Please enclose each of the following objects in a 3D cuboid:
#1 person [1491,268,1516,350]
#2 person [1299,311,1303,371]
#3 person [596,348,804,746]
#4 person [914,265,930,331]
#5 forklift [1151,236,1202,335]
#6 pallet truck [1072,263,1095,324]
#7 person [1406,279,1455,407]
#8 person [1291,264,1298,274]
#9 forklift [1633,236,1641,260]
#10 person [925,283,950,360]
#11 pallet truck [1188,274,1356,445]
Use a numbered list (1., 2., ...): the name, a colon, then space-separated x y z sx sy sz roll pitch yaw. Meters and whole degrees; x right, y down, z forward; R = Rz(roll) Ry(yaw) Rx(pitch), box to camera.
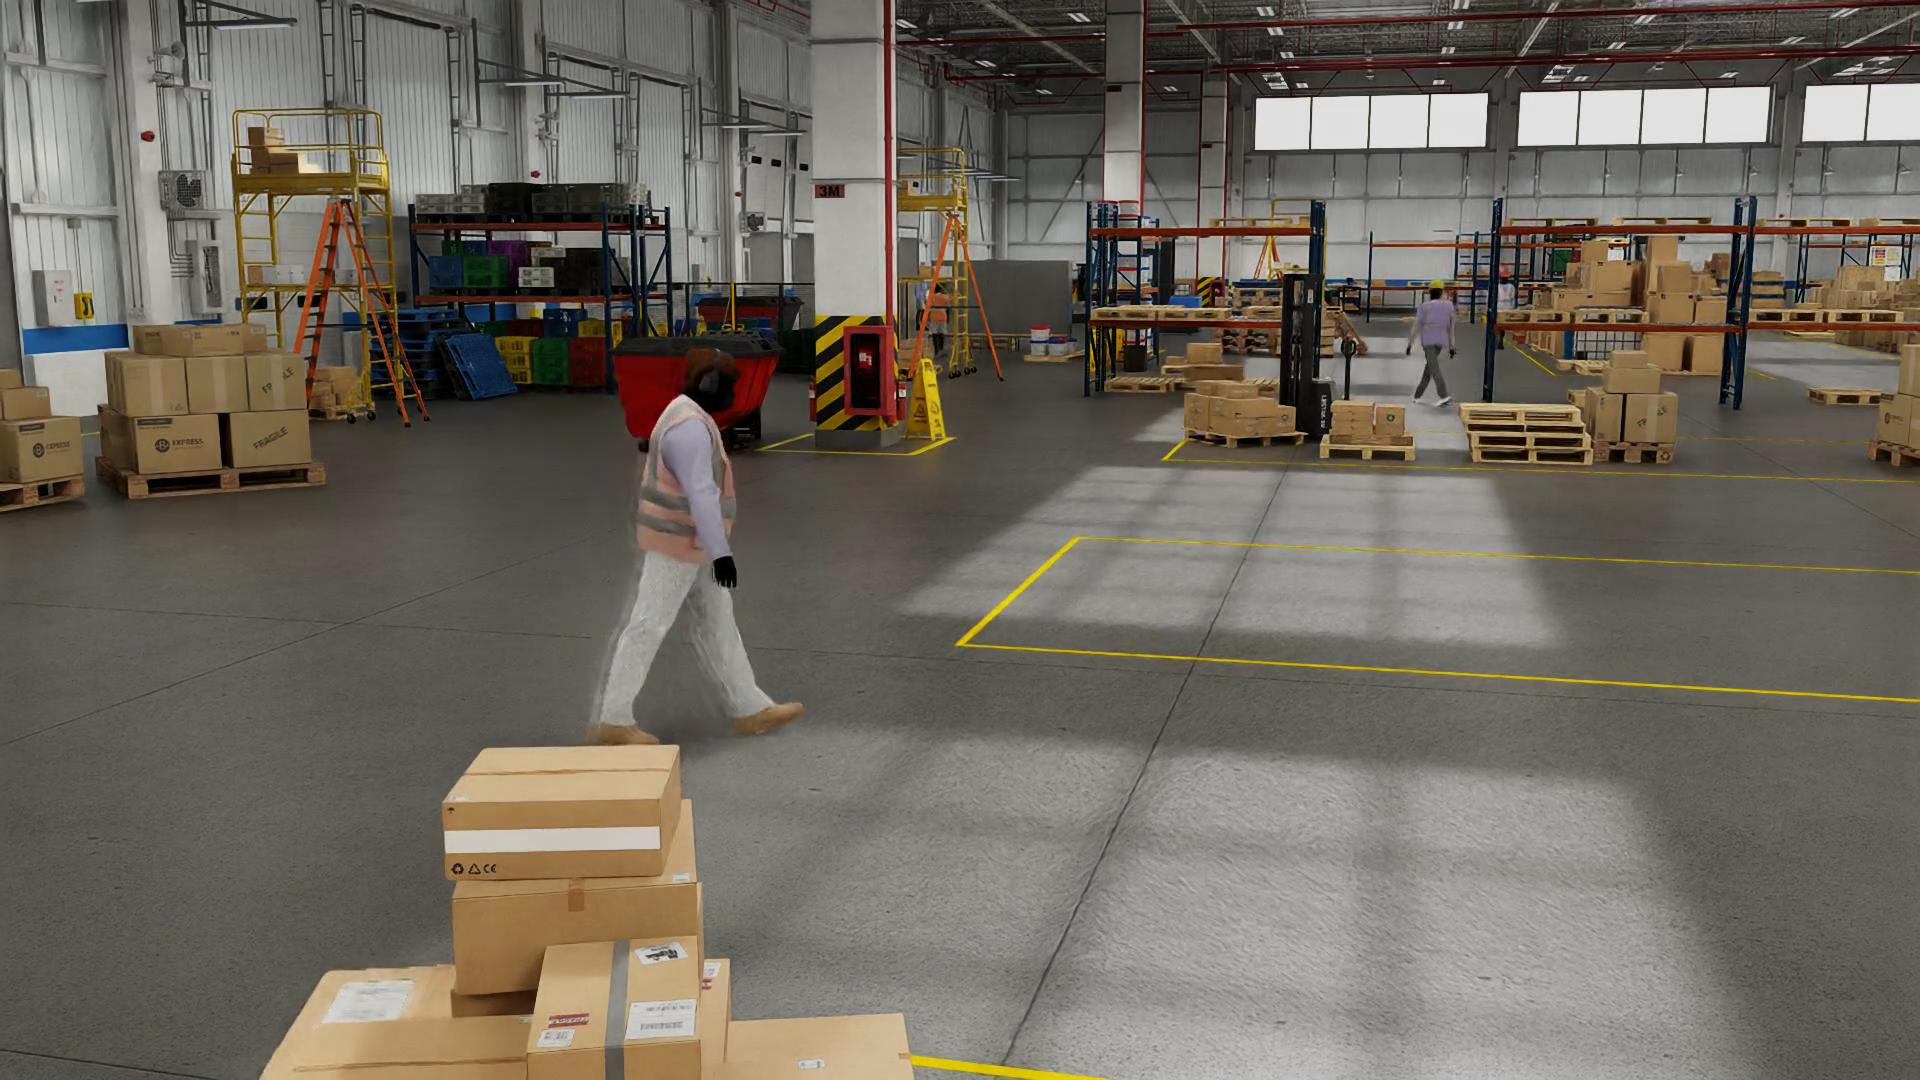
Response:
1. person: 12.878 -5.451 39.348 0.550 1.918 0.636 -1 10 -5
2. person: 6.736 -4.113 31.983 0.484 1.739 0.319 -8 13 -40
3. person: -1.201 0.051 7.380 0.936 1.780 0.761 -1 10 -4
4. person: -1.134 -7.210 49.627 0.360 1.939 0.543 -7 12 -35
5. forklift: 5.866 -7.214 46.878 1.873 2.768 1.129 2 10 14
6. pallet truck: 4.325 -8.180 55.162 0.823 1.965 1.885 6 11 31
7. person: 6.984 -2.901 24.509 0.686 1.870 0.996 -3 10 -16
8. person: 12.691 -9.515 63.239 0.362 1.934 0.629 2 10 14
9. forklift: 20.764 -7.781 50.219 1.129 2.768 1.873 -1 10 -5
10. person: -0.510 -4.707 35.613 0.559 1.677 0.489 -4 10 -21
11. pallet truck: 3.653 -2.138 19.590 1.885 1.965 0.823 -4 10 -20
